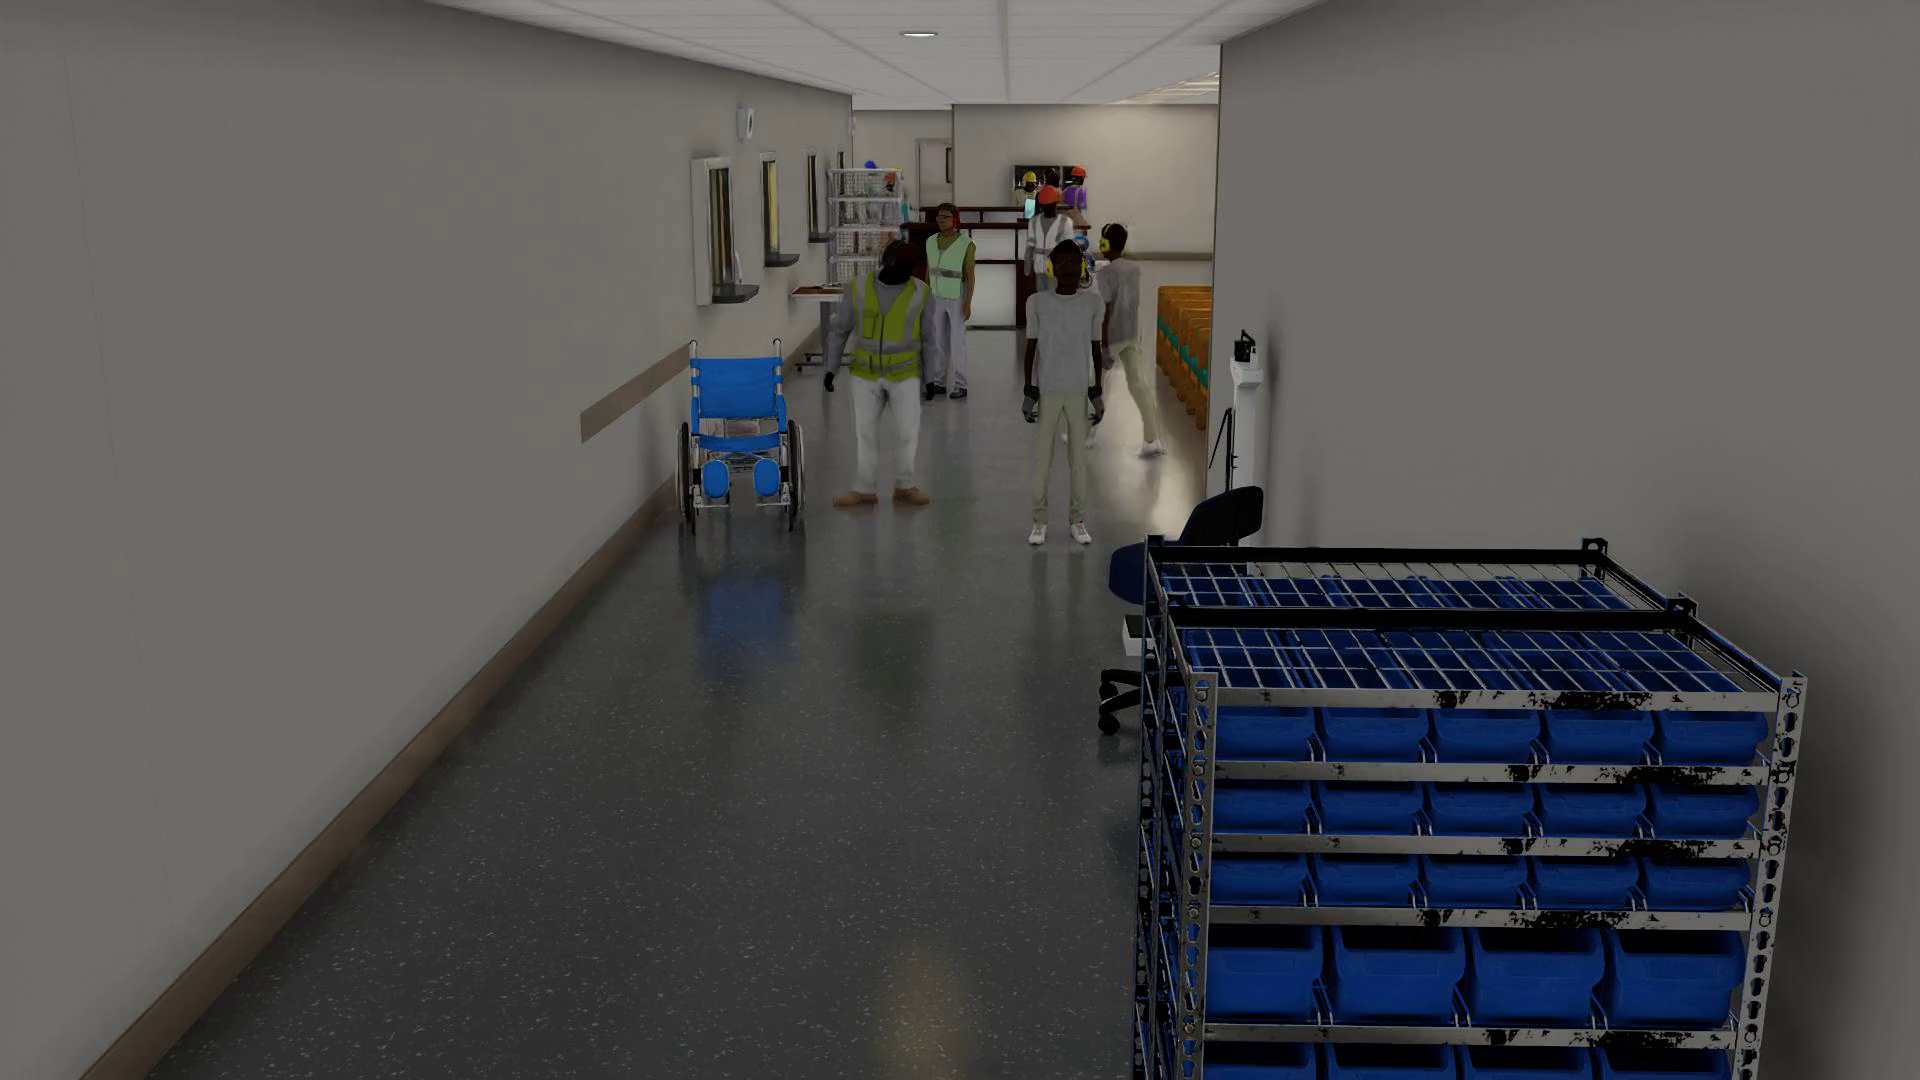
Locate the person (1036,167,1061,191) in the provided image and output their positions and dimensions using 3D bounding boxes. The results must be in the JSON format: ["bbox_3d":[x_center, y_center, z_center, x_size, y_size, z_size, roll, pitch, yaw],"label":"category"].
[{"bbox_3d":[1.617,-5.734,29.850,0.508,1.872,0.329,6,15,24],"label":"person"}]

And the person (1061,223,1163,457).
[{"bbox_3d":[1.239,-1.568,13.071,0.502,1.823,1.007,-11,18,-37],"label":"person"}]

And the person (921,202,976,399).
[{"bbox_3d":[-0.098,-2.289,15.912,0.565,1.850,0.390,10,17,35],"label":"person"}]

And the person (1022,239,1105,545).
[{"bbox_3d":[0.636,-0.897,10.208,0.513,1.877,0.328,-1,14,-3],"label":"person"}]

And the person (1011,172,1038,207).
[{"bbox_3d":[1.163,-5.430,28.719,0.592,1.826,0.404,-7,15,-25],"label":"person"}]

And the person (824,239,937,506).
[{"bbox_3d":[-0.519,-1.107,11.225,0.724,1.813,0.430,2,14,9],"label":"person"}]

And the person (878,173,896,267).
[{"bbox_3d":[-1.315,-6.013,31.222,0.341,1.750,0.566,12,18,41],"label":"person"}]

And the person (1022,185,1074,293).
[{"bbox_3d":[1.005,-3.069,18.942,0.544,1.912,0.449,8,16,29],"label":"person"}]

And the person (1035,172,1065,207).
[{"bbox_3d":[1.541,-5.266,28.042,0.624,1.835,0.431,-12,18,-41],"label":"person"}]

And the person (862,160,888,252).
[{"bbox_3d":[-1.725,-6.902,34.506,0.613,1.920,0.803,-11,18,-37],"label":"person"}]

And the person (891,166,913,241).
[{"bbox_3d":[-1.299,-7.557,37.558,0.690,1.729,0.378,12,18,40],"label":"person"}]

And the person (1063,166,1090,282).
[{"bbox_3d":[1.973,-5.316,28.021,0.374,1.933,0.552,-10,17,-35],"label":"person"}]
